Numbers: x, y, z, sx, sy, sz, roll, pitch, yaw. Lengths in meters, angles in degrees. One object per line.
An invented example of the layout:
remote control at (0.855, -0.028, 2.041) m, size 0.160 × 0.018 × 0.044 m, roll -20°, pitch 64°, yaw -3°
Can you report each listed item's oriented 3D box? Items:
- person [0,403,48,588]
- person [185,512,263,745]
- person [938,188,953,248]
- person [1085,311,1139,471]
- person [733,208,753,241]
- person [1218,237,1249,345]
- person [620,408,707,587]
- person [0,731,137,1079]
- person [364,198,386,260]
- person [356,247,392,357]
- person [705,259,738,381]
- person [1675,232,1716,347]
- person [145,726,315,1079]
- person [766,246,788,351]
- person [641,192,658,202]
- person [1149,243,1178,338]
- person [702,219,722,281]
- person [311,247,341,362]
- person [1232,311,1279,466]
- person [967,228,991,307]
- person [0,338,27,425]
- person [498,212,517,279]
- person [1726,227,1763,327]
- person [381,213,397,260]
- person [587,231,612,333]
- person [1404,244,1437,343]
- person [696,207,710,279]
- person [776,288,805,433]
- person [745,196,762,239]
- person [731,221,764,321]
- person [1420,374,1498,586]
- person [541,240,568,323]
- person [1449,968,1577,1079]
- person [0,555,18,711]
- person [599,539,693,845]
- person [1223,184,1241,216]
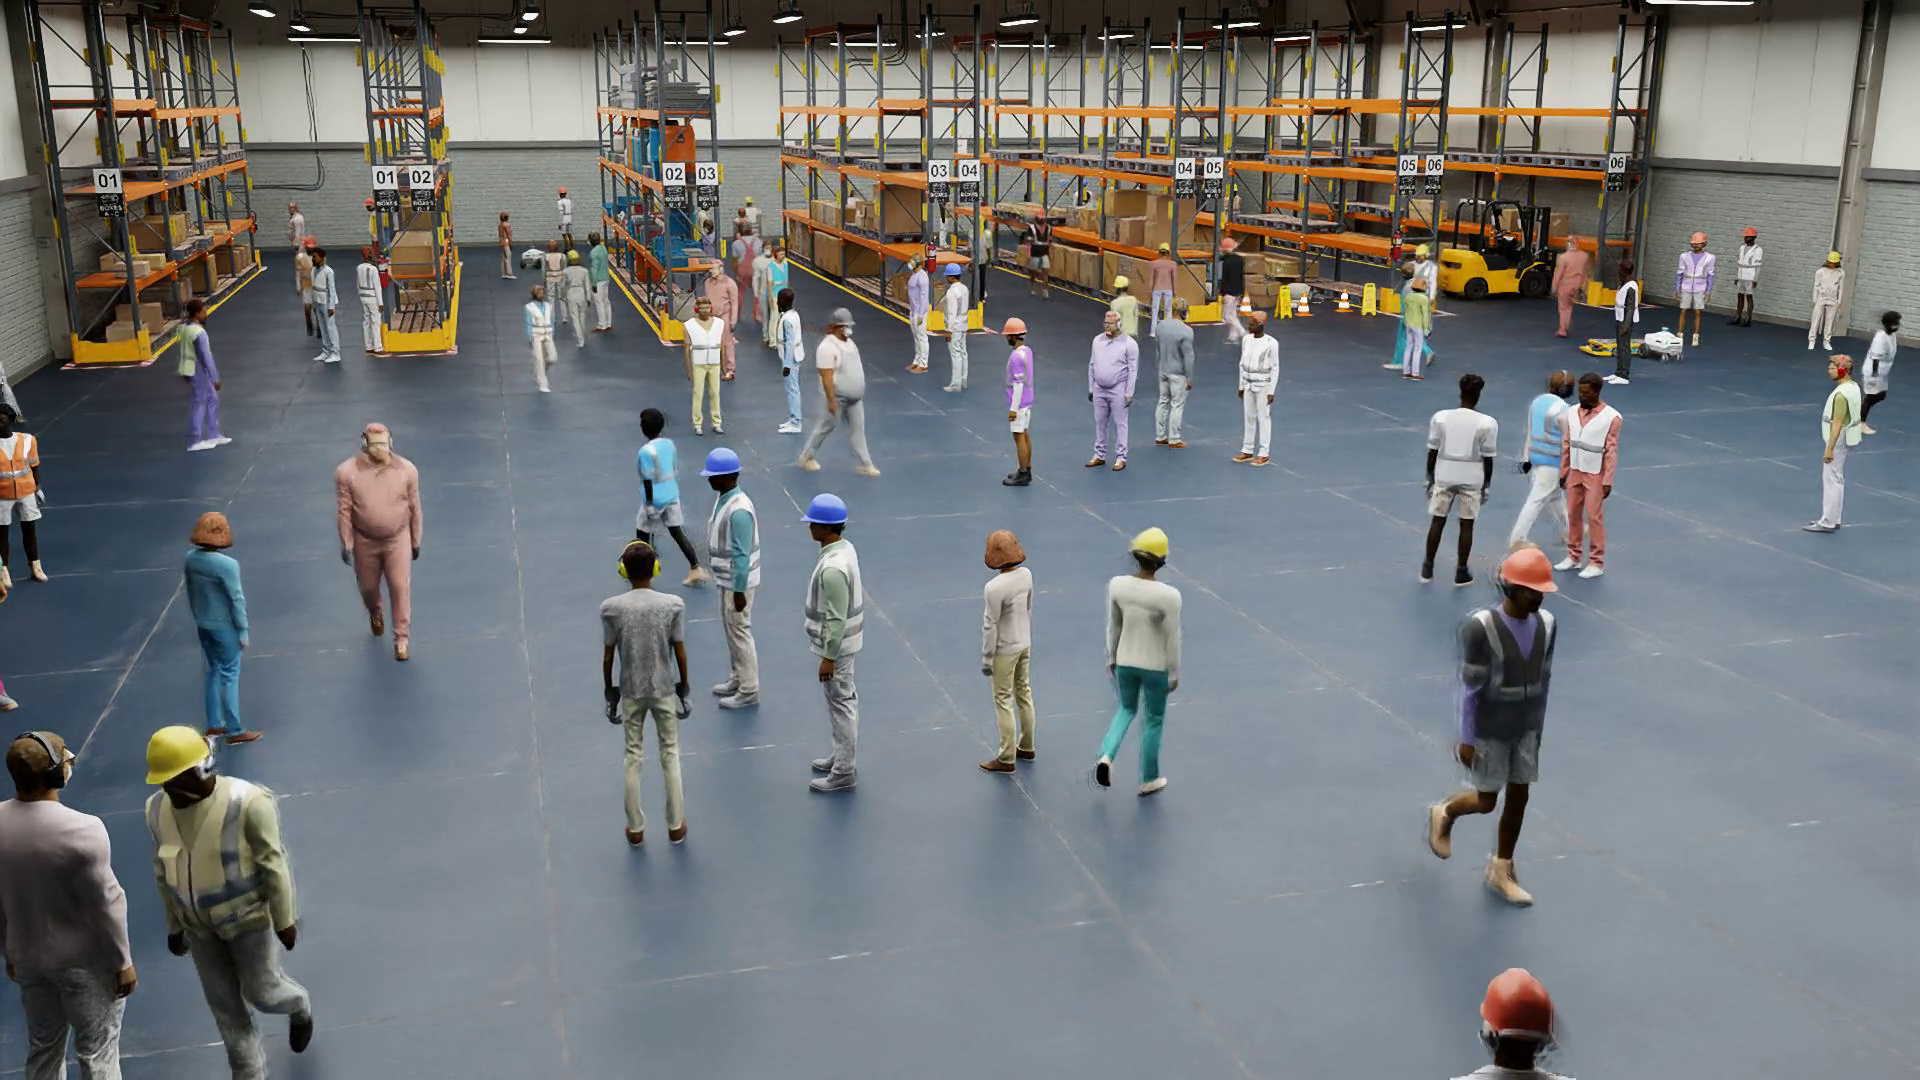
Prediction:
person at (-8.643, -0.417, 15.169) m, size 0.535 × 1.694 × 0.322 m, roll -13°, pitch 20°, yaw -40°
person at (-5.095, 0.608, 11.457) m, size 0.522 × 1.623 × 0.326 m, roll 8°, pitch 17°, yaw 26°
person at (-0.426, -9.609, 49.503) m, size 0.430 × 1.837 × 0.628 m, roll 3°, pitch 15°, yaw 12°
person at (1.804, -1.793, 19.942) m, size 0.643 × 1.909 × 0.410 m, roll 10°, pitch 18°, yaw 34°
person at (-5.560, -7.683, 42.614) m, size 0.515 × 1.640 × 0.315 m, roll -6°, pitch 16°, yaw -21°
person at (4.948, -4.442, 29.819) m, size 0.639 × 1.963 × 0.741 m, roll 13°, pitch 19°, yaw 39°
person at (-2.700, -0.379, 15.100) m, size 0.856 × 1.657 × 0.538 m, roll 7°, pitch 16°, yaw 24°
person at (-3.644, 1.691, 6.768) m, size 0.627 × 1.940 × 0.372 m, roll 3°, pitch 15°, yaw 11°
person at (-14.417, -7.432, 41.030) m, size 0.431 × 1.984 × 0.613 m, roll -6°, pitch 16°, yaw -20°
person at (-10.151, -4.113, 28.715) m, size 0.584 × 1.882 × 0.348 m, roll 11°, pitch 19°, yaw 36°
person at (-3.798, -3.468, 26.247) m, size 0.643 × 1.908 × 0.399 m, roll 9°, pitch 17°, yaw 31°
person at (13.160, -4.493, 29.840) m, size 0.615 × 2.042 × 0.372 m, roll 9°, pitch 17°, yaw 29°
person at (-3.205, 1.618, 7.329) m, size 0.626 × 1.796 × 0.608 m, roll 2°, pitch 15°, yaw 9°
person at (-3.232, -4.279, 29.442) m, size 0.387 × 1.837 × 0.560 m, roll 8°, pitch 17°, yaw 28°
person at (-9.426, -9.905, 50.386) m, size 0.610 × 1.946 × 0.405 m, roll 7°, pitch 16°, yaw 24°
person at (3.788, -4.656, 31.022) m, size 0.537 × 1.754 × 0.385 m, roll 1°, pitch 15°, yaw 4°
person at (-5.188, -5.729, 34.702) m, size 0.373 × 1.935 × 0.628 m, roll -13°, pitch 20°, yaw -41°
person at (-10.759, -3.984, 28.159) m, size 0.591 × 1.922 × 0.390 m, roll 12°, pitch 19°, yaw 38°
person at (3.600, -1.839, 20.161) m, size 0.356 × 1.881 × 0.575 m, roll -10°, pitch 18°, yaw -34°
person at (0.406, -5.900, 35.585) m, size 0.509 × 1.817 × 0.672 m, roll -1°, pitch 15°, yaw -5°
person at (-13.207, -2.440, 22.425) m, size 0.806 × 1.896 × 0.556 m, roll -10°, pitch 18°, yaw -32°
person at (-11.208, -7.274, 41.077) m, size 0.309 × 1.641 × 0.513 m, roll -14°, pitch 20°, yaw -42°
person at (15.320, -5.122, 32.406) m, size 0.373 × 1.939 × 0.545 m, roll -4°, pitch 16°, yaw -16°
person at (-15.828, -8.692, 45.923) m, size 0.626 × 1.893 × 0.656 m, roll 0°, pitch 15°, yaw -1°
person at (-6.838, -4.887, 31.543) m, size 0.365 × 1.932 × 0.628 m, roll 2°, pitch 15°, yaw 9°
person at (8.450, -4.515, 30.426) m, size 0.595 × 1.791 × 0.937 m, roll 12°, pitch 19°, yaw 39°
person at (-6.308, -7.463, 41.138) m, size 0.402 × 1.986 × 0.609 m, roll -2°, pitch 15°, yaw -9°
person at (-2.262, -2.393, 22.175) m, size 0.376 × 1.917 × 0.600 m, roll 0°, pitch 15°, yaw 0°
person at (-5.622, -8.359, 44.879) m, size 0.589 × 1.794 × 0.916 m, roll -4°, pitch 15°, yaw -13°
person at (-4.275, -5.420, 33.332) m, size 0.693 × 2.000 × 0.989 m, roll -7°, pitch 16°, yaw -23°
person at (4.554, -0.543, 15.208) m, size 0.631 × 1.931 × 0.477 m, roll 8°, pitch 17°, yaw 27°
person at (-8.018, -5.117, 32.959) m, size 0.525 × 1.641 × 0.308 m, roll -5°, pitch 16°, yaw -17°
person at (1.711, 2.177, 5.330) m, size 0.556 × 1.730 × 0.567 m, roll 2°, pitch 15°, yaw 6°
person at (-7.107, 0.320, 11.854) m, size 0.408 × 1.987 × 0.607 m, roll 7°, pitch 16°, yaw 24°
person at (-1.849, 0.912, 9.860) m, size 0.514 × 1.859 × 0.332 m, roll -2°, pitch 15°, yaw -6°
person at (7.965, -9.432, 48.647) m, size 0.593 × 1.926 × 0.366 m, roll -8°, pitch 17°, yaw -27°
